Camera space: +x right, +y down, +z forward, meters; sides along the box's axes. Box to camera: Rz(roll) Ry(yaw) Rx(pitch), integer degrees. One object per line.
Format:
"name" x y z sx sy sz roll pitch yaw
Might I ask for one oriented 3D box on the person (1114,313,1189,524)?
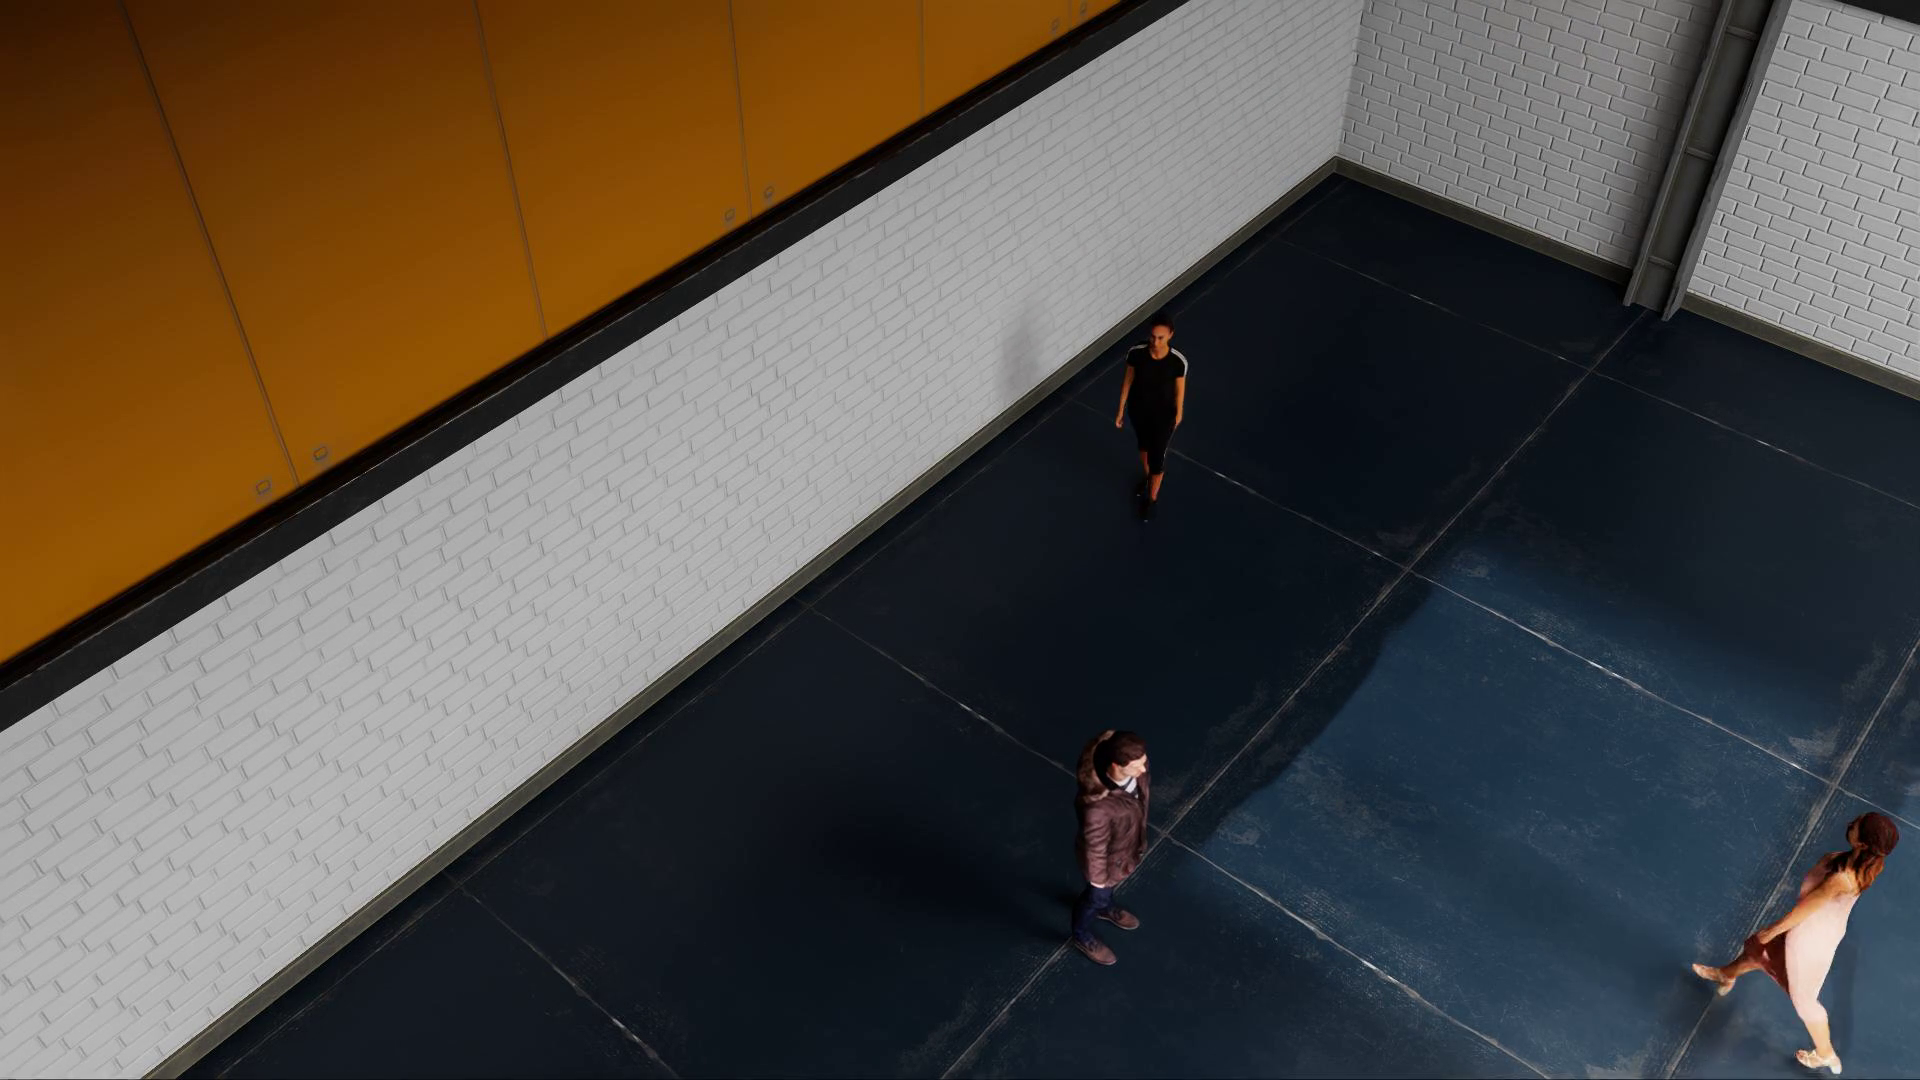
"person" 1.398 -0.985 11.853 0.748 1.652 0.732 21 47 21

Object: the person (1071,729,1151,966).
"person" 0.802 1.617 8.985 0.719 1.841 0.795 21 48 21

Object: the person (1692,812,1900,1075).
"person" 4.444 2.092 8.522 0.687 1.790 1.132 -32 52 -29
